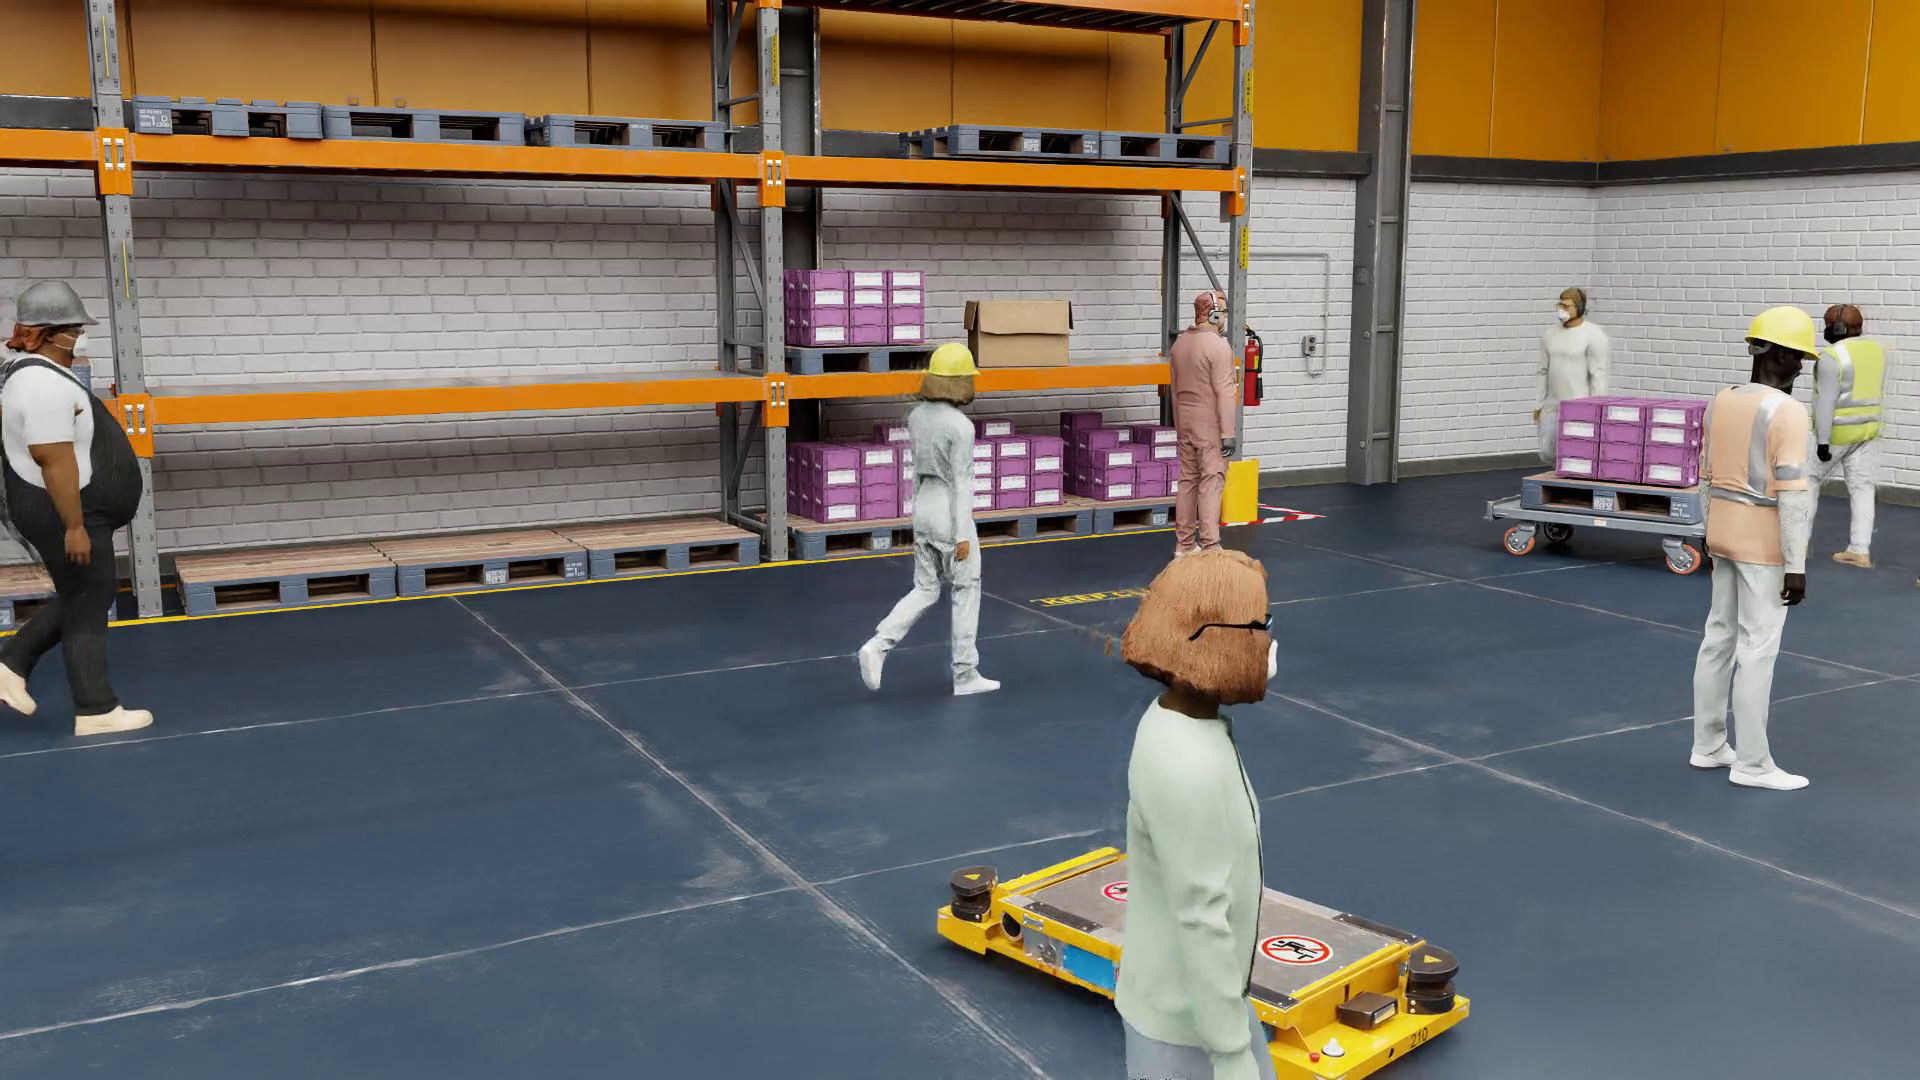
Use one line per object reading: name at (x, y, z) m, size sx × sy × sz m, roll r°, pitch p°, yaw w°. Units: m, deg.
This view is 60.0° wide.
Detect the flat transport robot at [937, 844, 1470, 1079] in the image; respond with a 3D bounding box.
flat transport robot at (0.654, 1.161, 4.781) m, size 0.652 × 0.197 × 1.431 m, roll -9°, pitch 13°, yaw -43°

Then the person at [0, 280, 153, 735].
person at (-3.954, -0.136, 7.308) m, size 0.663 × 2.000 × 0.691 m, roll -5°, pitch 11°, yaw -29°

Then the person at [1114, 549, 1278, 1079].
person at (0.384, 0.805, 2.876) m, size 0.746 × 1.606 × 0.514 m, roll 2°, pitch 10°, yaw 13°

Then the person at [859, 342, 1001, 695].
person at (-0.134, -0.081, 7.937) m, size 0.661 × 1.720 × 0.493 m, roll -7°, pitch 12°, yaw -38°

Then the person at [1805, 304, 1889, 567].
person at (6.120, -0.741, 11.689) m, size 0.635 × 1.807 × 0.821 m, roll -3°, pitch 10°, yaw -18°

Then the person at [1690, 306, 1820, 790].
person at (3.193, 0.031, 6.662) m, size 0.378 × 1.918 × 0.585 m, roll -2°, pitch 9°, yaw -10°

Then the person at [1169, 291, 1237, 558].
person at (1.737, -0.779, 11.637) m, size 0.409 × 1.907 × 0.651 m, roll -5°, pitch 10°, yaw -26°

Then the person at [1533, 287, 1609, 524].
person at (4.978, -1.087, 13.474) m, size 0.614 × 1.921 × 0.637 m, roll -4°, pitch 10°, yaw -25°

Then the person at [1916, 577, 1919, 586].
person at (6.400, -0.563, 10.441) m, size 0.581 × 1.868 × 0.627 m, roll -2°, pitch 10°, yaw -13°
